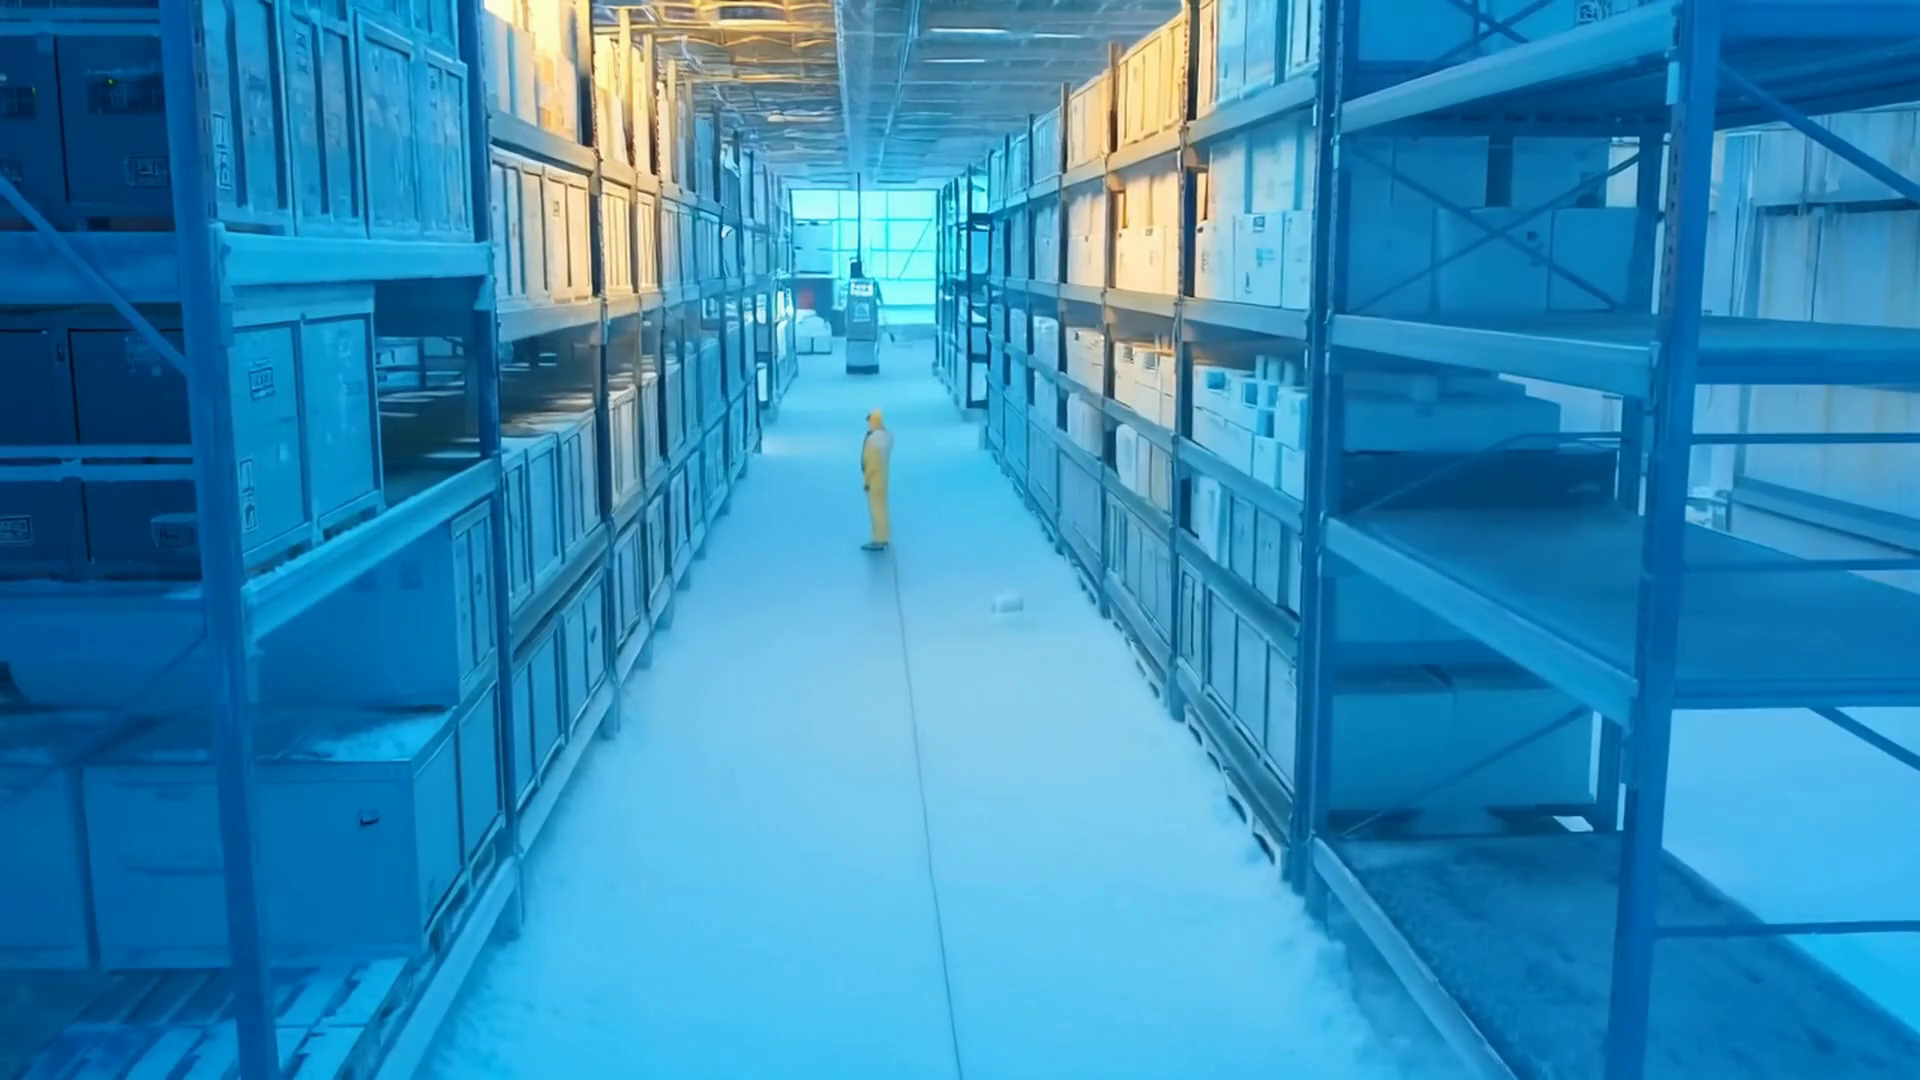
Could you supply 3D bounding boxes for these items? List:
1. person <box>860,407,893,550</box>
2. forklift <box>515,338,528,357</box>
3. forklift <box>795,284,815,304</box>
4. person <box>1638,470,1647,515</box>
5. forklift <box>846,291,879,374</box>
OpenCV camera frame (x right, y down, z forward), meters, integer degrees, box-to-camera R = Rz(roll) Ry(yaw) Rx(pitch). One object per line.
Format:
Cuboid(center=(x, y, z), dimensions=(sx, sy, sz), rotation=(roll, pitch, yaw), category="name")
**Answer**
Cuboid(center=(-1.138, -0.826, 22.294), dimensions=(0.407, 1.913, 0.641), rotation=(3, 10, 18), category="person")
Cuboid(center=(-9.383, -3.673, 36.409), dimensions=(1.129, 2.768, 1.873), rotation=(9, 13, 42), category="forklift")
Cuboid(center=(-7.102, -10.351, 76.299), dimensions=(1.129, 2.768, 1.873), rotation=(-1, 10, -7), category="forklift")
Cuboid(center=(6.928, 0.143, 16.705), dimensions=(0.567, 1.841, 0.377), rotation=(7, 12, 36), category="person")
Cuboid(center=(-3.365, -7.152, 57.190), dimensions=(1.129, 2.768, 1.873), rotation=(-1, 10, -4), category="forklift")
